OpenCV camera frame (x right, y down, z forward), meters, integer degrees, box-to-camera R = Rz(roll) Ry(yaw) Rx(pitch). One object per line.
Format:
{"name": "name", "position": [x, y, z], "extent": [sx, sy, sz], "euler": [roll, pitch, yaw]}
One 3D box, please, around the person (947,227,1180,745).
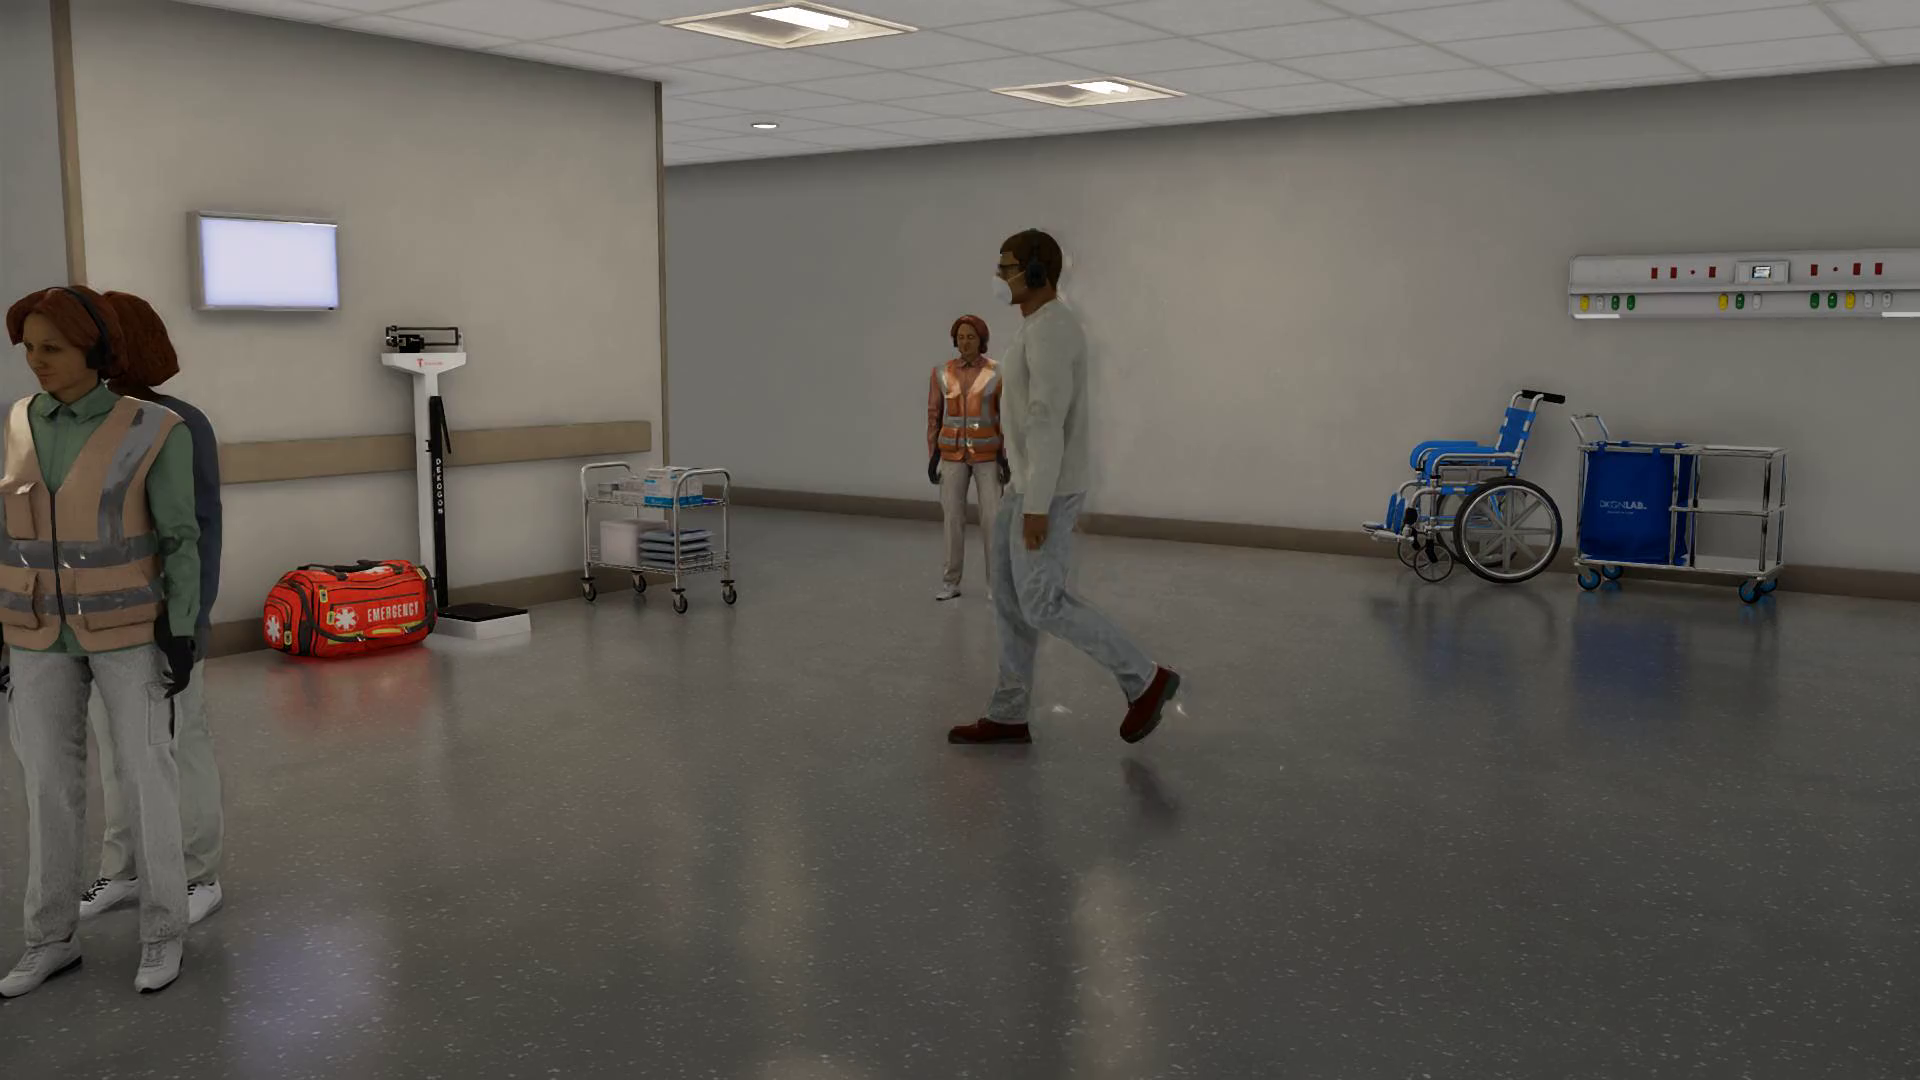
{"name": "person", "position": [0.369, -0.166, 6.032], "extent": [0.753, 1.921, 0.627], "euler": [0, 7, -1]}

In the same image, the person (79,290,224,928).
{"name": "person", "position": [-2.123, 0.185, 4.277], "extent": [0.500, 1.636, 0.282], "euler": [2, 7, 16]}

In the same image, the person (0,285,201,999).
{"name": "person", "position": [-2.021, 0.237, 3.855], "extent": [0.512, 1.639, 0.311], "euler": [0, 7, -3]}

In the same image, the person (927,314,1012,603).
{"name": "person", "position": [0.064, -0.458, 9.451], "extent": [0.518, 1.636, 0.311], "euler": [2, 7, 16]}
